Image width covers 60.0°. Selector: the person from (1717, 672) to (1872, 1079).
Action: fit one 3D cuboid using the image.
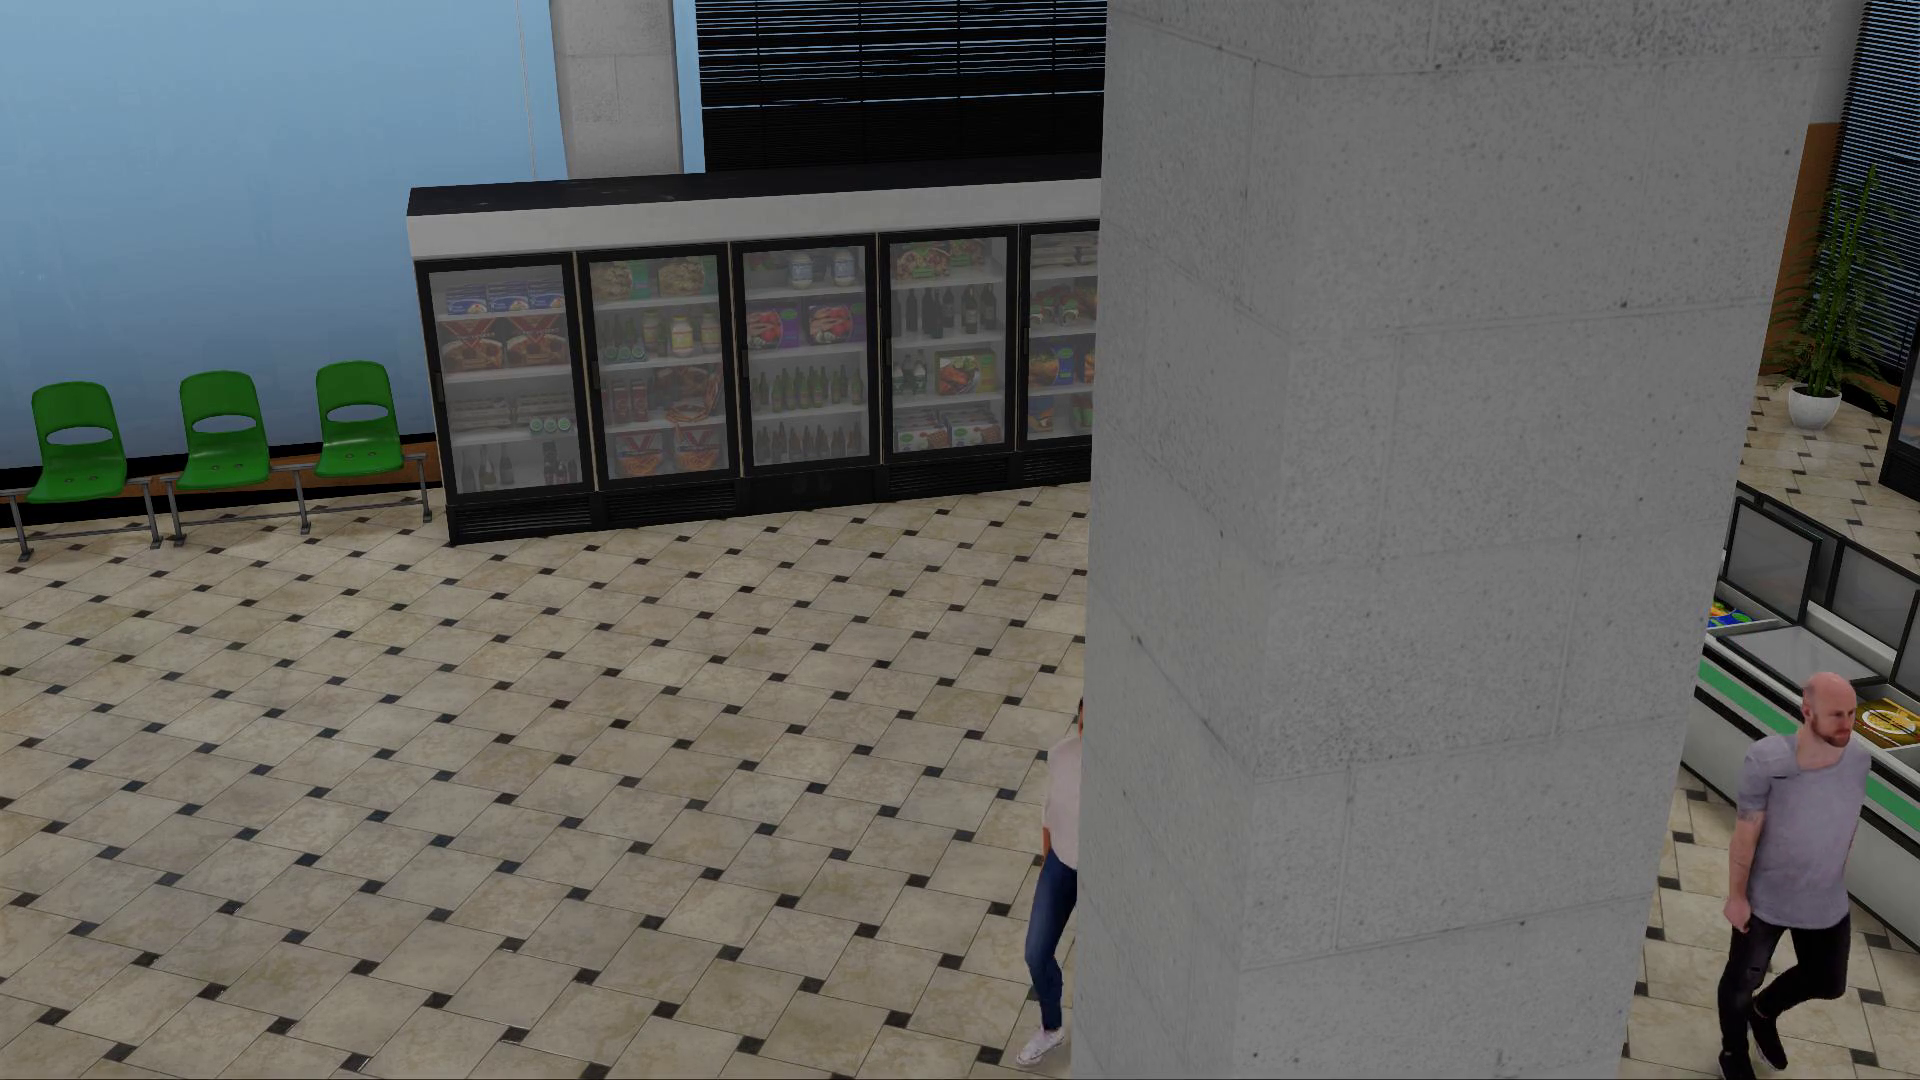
[{"bbox_3d":[3.119,1.290,6.378,0.726,1.824,0.722,-2,24,-5],"label":"person"}]
